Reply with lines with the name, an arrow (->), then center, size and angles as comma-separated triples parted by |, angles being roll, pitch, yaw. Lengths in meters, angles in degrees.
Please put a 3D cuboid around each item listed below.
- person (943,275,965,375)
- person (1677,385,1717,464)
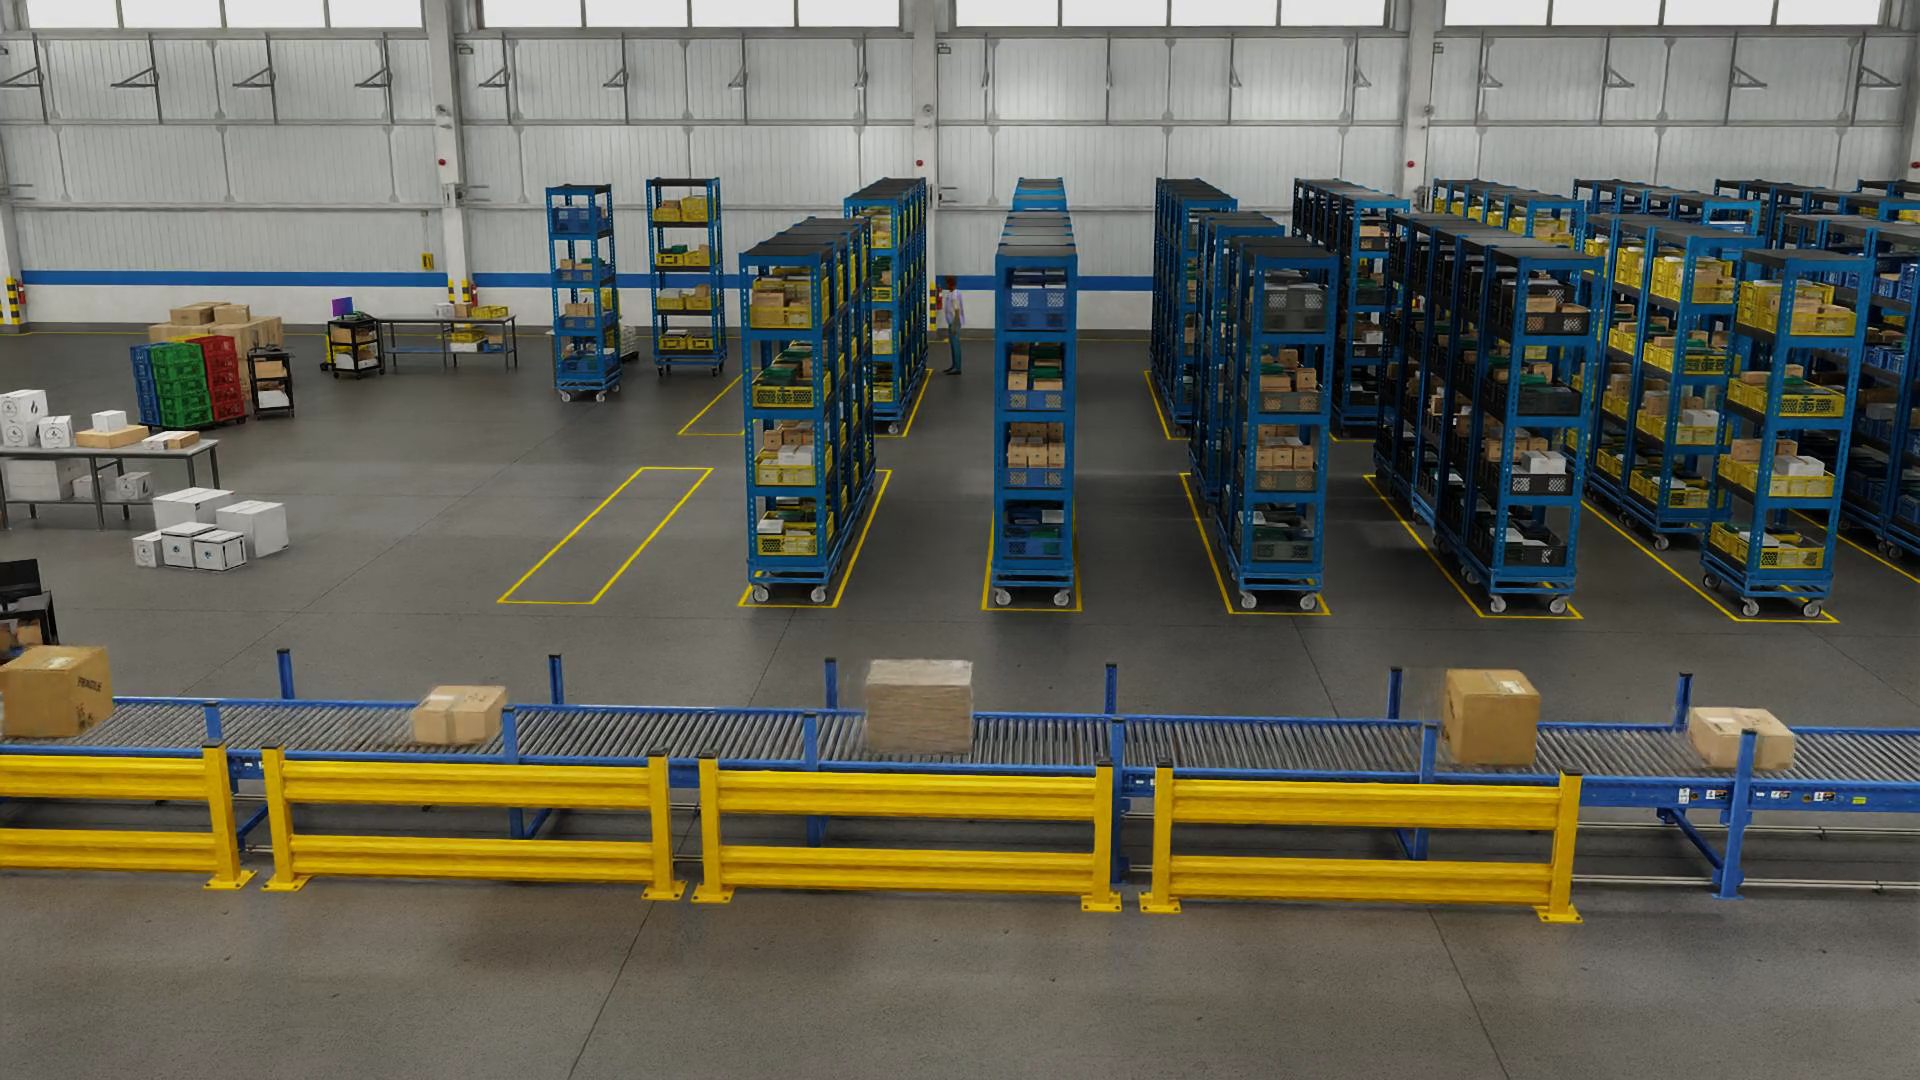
person -> -0.102, -3.988, 30.860 | 0.395, 1.837, 0.564 | -2, 15, -6
person -> 9.725, -1.579, 22.075 | 0.645, 1.770, 0.883 | -3, 15, -11
